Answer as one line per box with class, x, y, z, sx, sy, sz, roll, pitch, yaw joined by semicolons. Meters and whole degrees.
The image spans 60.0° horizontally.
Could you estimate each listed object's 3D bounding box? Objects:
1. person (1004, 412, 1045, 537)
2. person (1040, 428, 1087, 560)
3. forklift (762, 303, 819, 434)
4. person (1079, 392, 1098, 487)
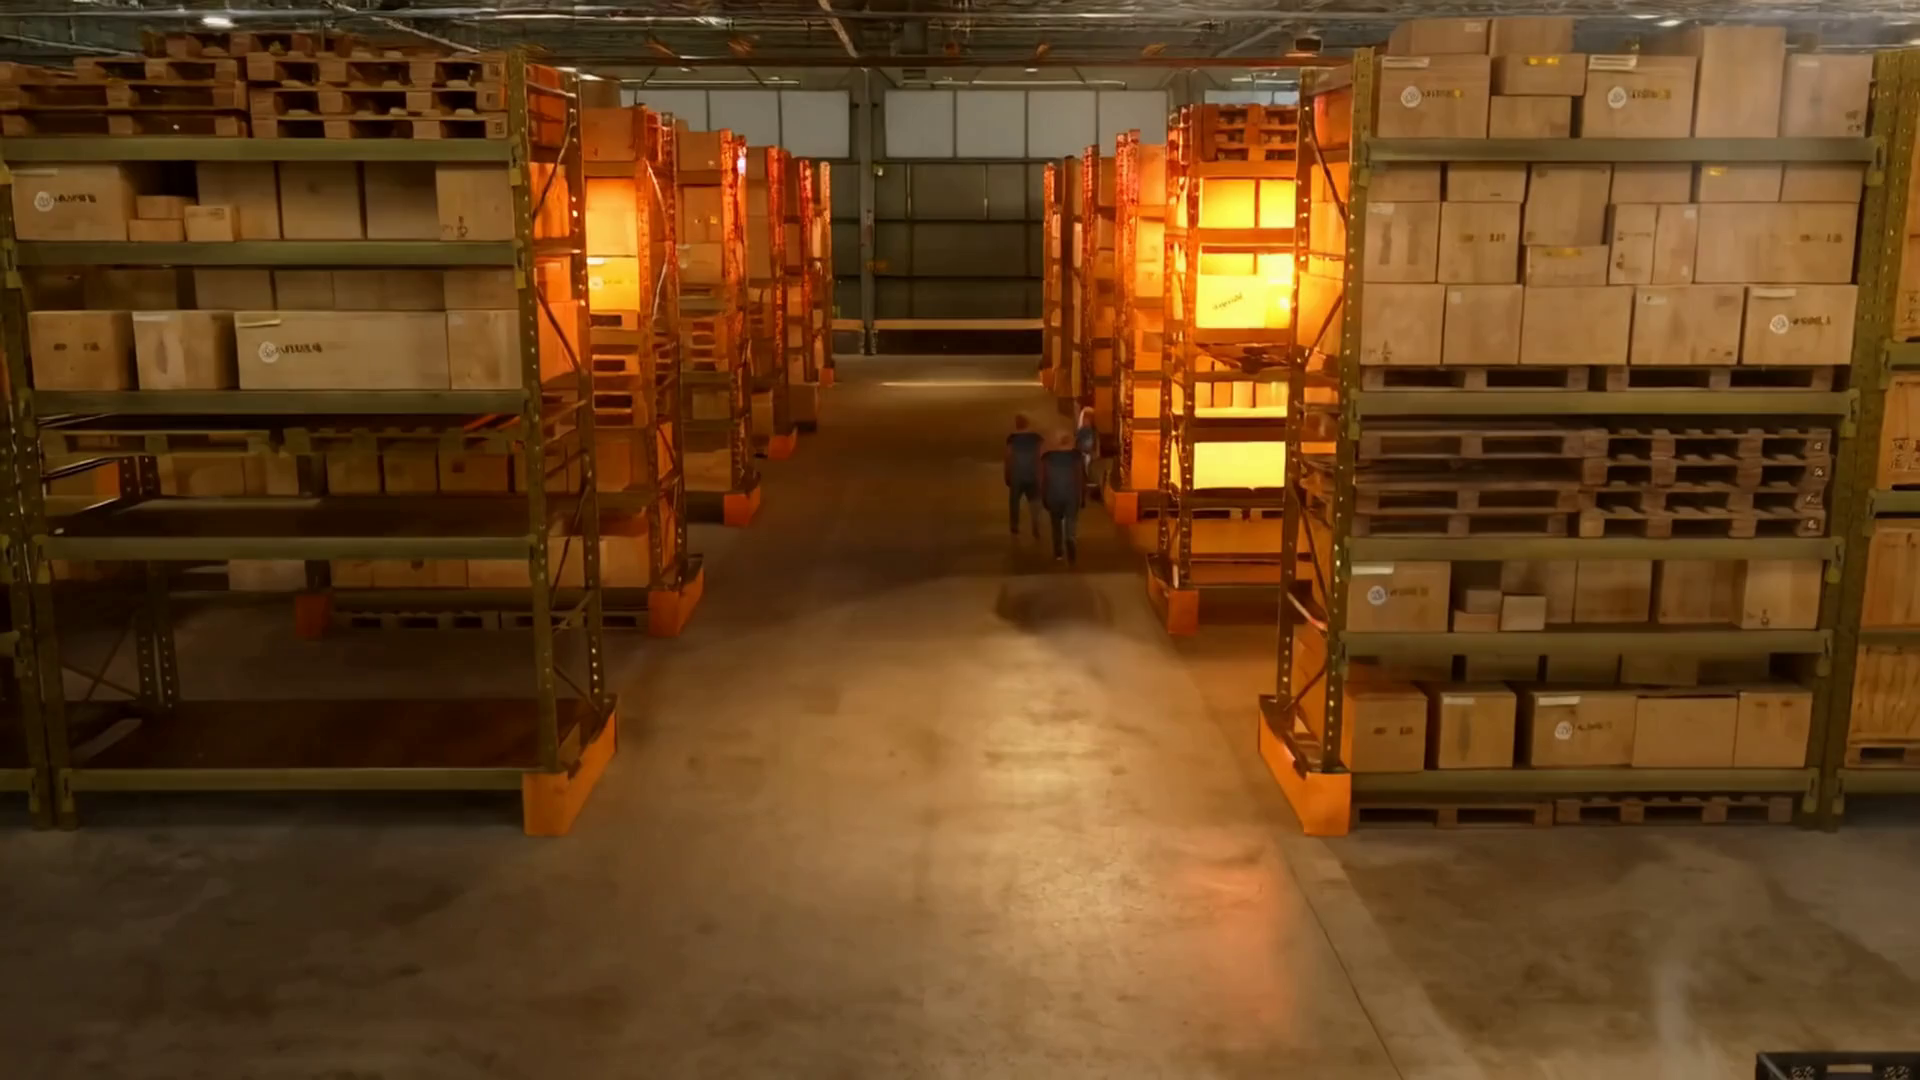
person;0.976;-0.983;25.072;0.649;1.878;0.809;-2;12;-8
person;1.443;-0.623;23.241;0.659;1.893;0.620;0;11;2
forklift;-4.081;-3.759;36.332;1.873;2.768;1.129;0;11;-1
person;2.284;-1.795;29.536;0.317;1.697;0.540;-2;12;-8
